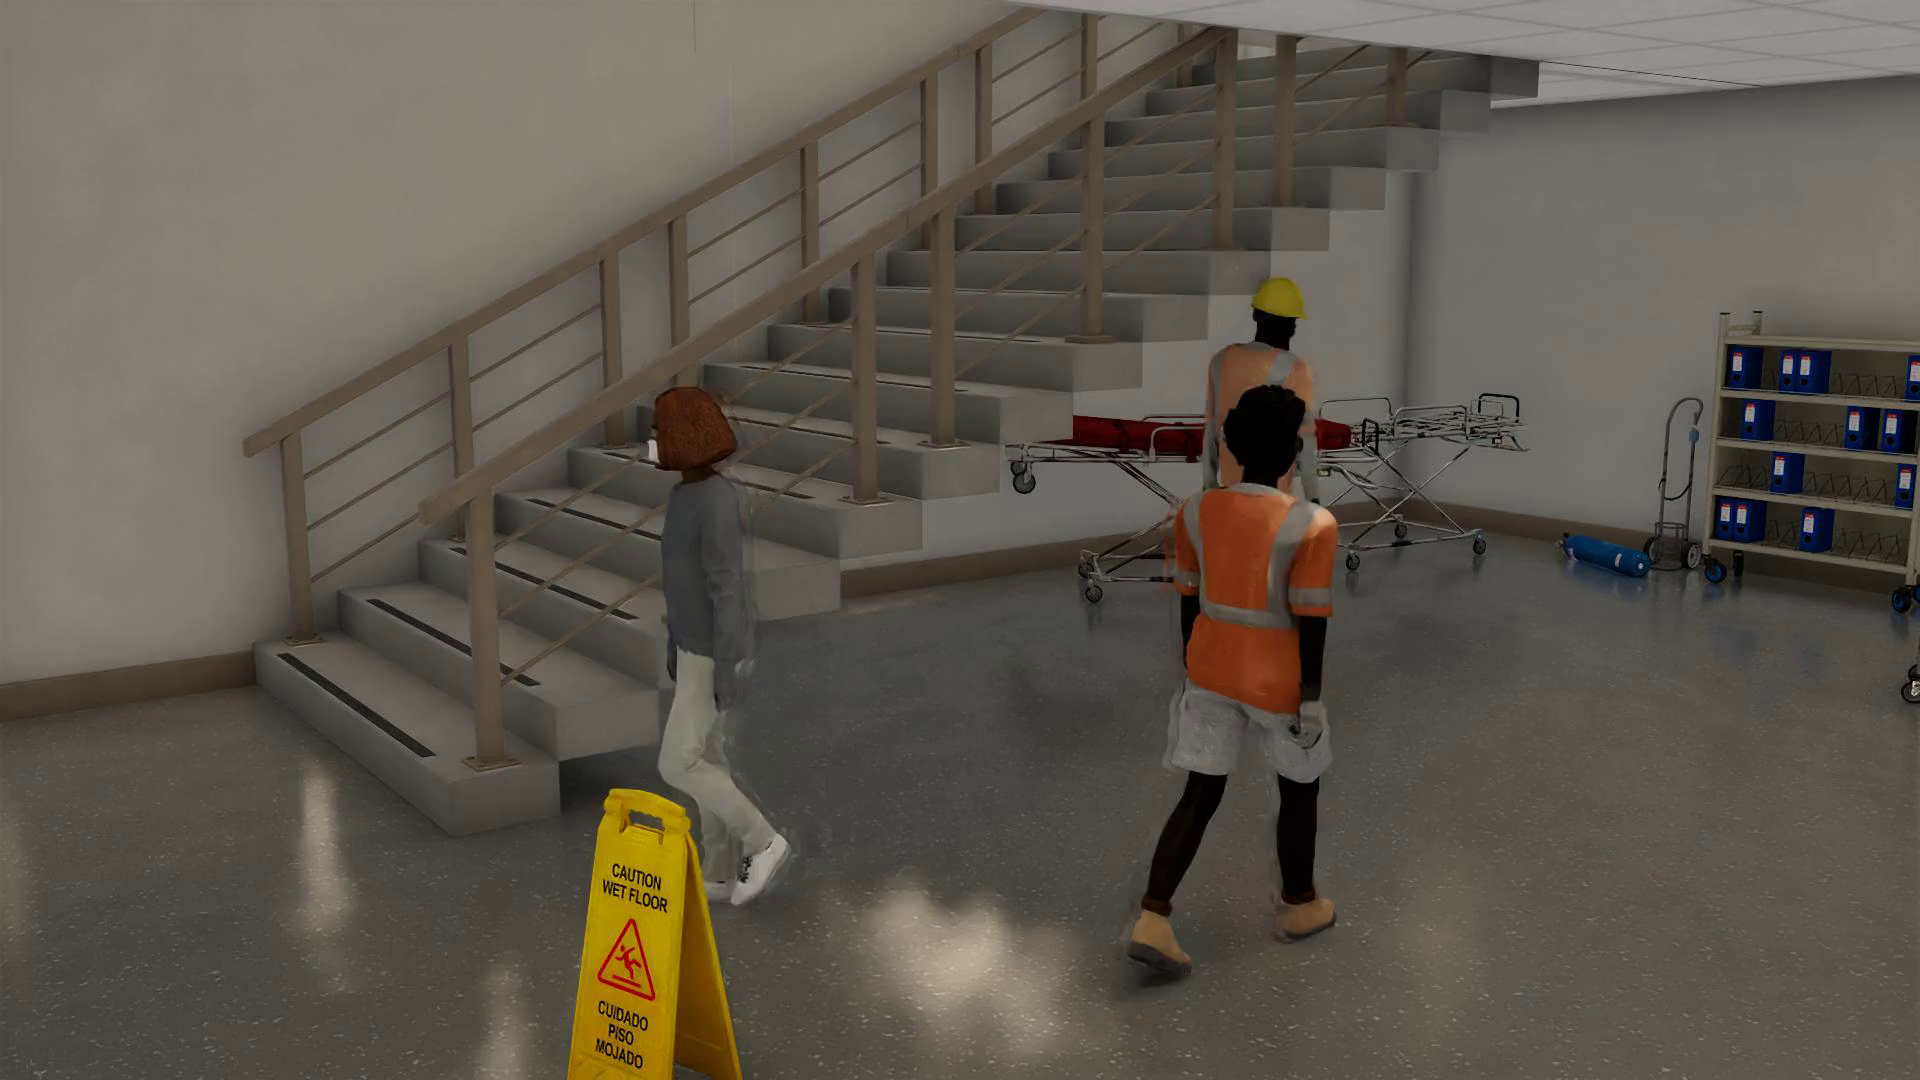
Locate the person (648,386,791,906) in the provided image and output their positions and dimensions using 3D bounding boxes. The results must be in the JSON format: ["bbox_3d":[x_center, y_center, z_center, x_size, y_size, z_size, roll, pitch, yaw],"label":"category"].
[{"bbox_3d":[-0.789,0.350,5.017,0.357,1.622,0.524,-4,11,-22],"label":"person"}]

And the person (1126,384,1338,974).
[{"bbox_3d":[0.784,0.394,4.666,0.537,1.664,0.844,9,13,42],"label":"person"}]

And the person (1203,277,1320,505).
[{"bbox_3d":[1.463,-0.296,7.985,0.476,1.899,0.613,-8,12,-37],"label":"person"}]
